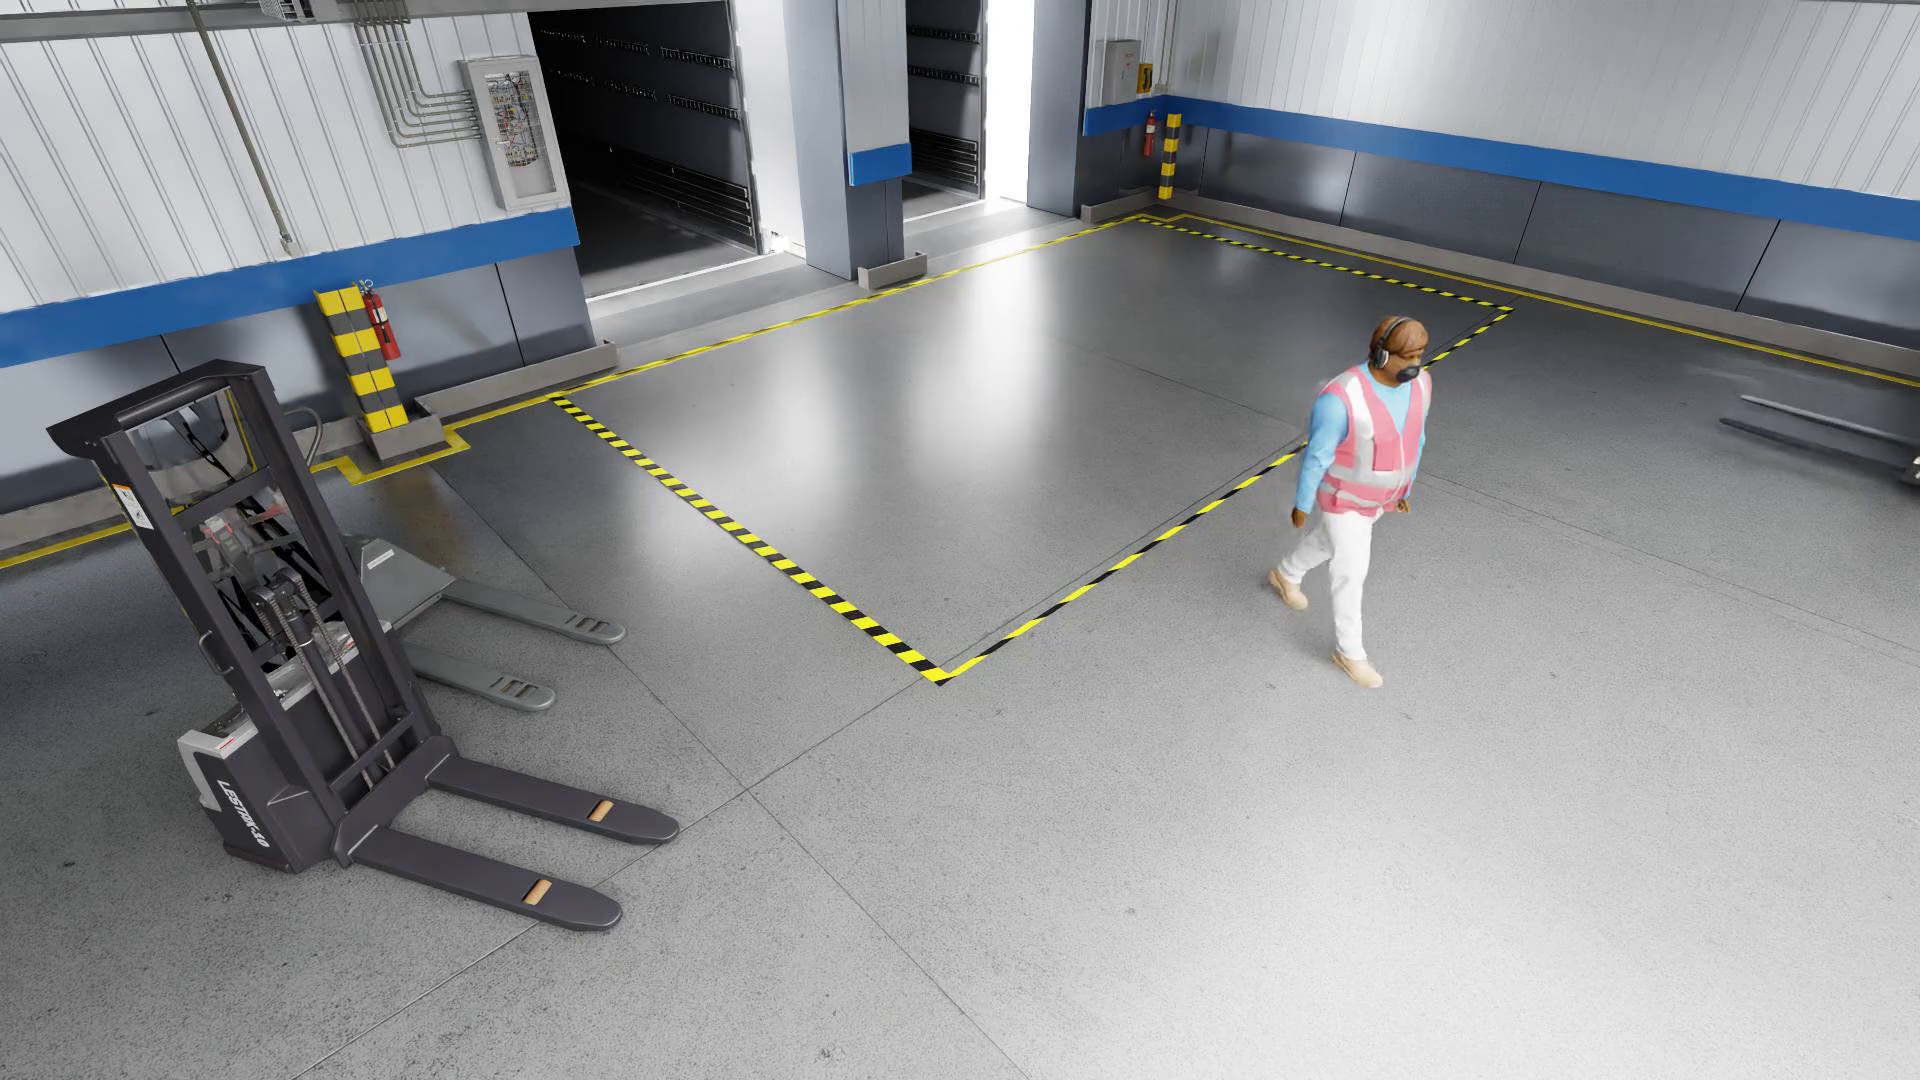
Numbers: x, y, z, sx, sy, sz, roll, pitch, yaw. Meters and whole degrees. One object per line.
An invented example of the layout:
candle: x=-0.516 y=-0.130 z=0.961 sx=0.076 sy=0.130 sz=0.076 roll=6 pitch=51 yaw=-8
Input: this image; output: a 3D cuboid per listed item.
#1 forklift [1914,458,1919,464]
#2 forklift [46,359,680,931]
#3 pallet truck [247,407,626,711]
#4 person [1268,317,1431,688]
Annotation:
forklift: x=7.456 y=-0.855 z=4.915 sx=1.157 sy=2.036 sz=2.680 roll=-27 pitch=43 yaw=-34
forklift: x=-2.135 y=0.422 z=3.354 sx=1.885 sy=1.965 sz=0.823 roll=10 pitch=35 yaw=14
pallet truck: x=-2.628 y=0.038 z=4.590 sx=1.601 sy=1.201 sz=0.680 roll=12 pitch=36 yaw=18
person: x=1.958 y=-0.228 z=4.491 sx=0.637 sy=1.795 sz=0.942 roll=-15 pitch=37 yaw=-21
